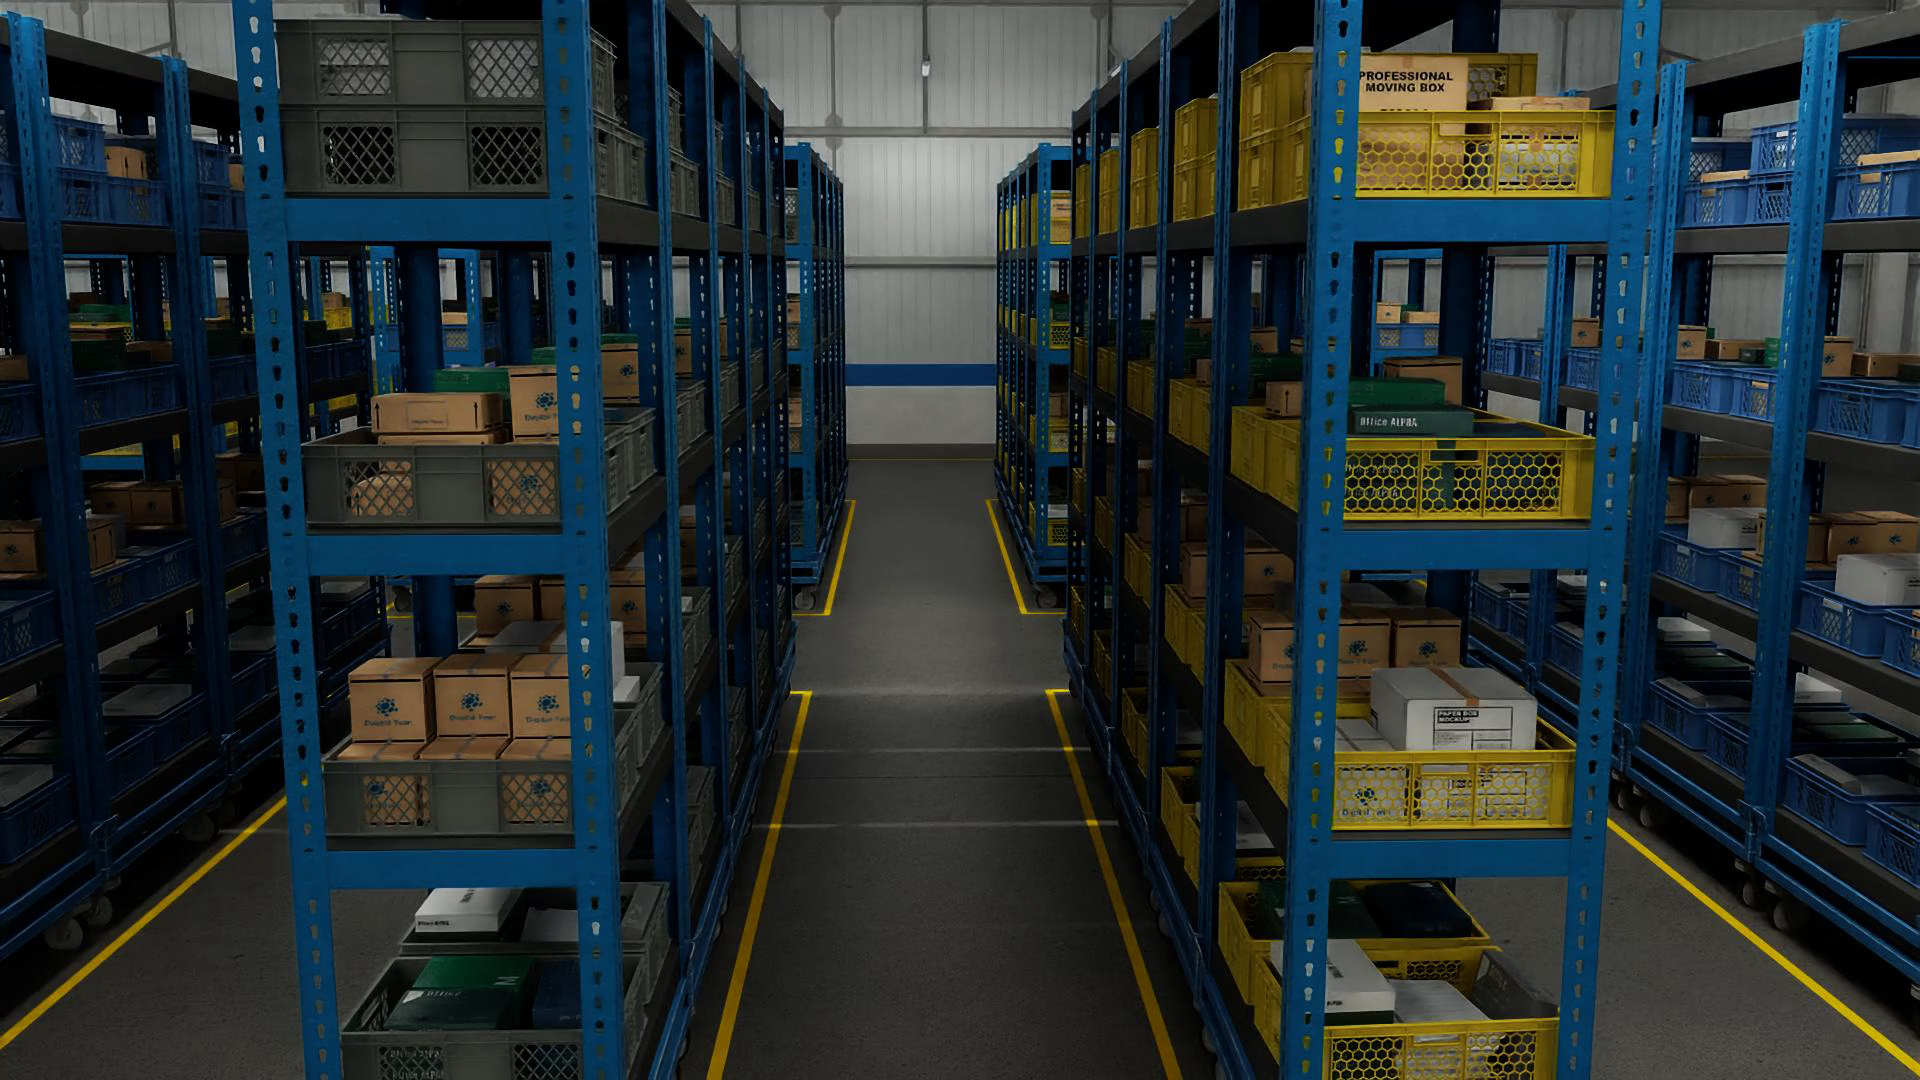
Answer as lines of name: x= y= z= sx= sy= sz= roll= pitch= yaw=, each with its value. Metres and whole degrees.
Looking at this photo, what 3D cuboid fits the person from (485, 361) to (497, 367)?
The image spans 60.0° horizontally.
person: x=-5.887 y=-1.614 z=20.601 sx=0.563 sy=1.837 sz=0.388 roll=0 pitch=9 yaw=3
